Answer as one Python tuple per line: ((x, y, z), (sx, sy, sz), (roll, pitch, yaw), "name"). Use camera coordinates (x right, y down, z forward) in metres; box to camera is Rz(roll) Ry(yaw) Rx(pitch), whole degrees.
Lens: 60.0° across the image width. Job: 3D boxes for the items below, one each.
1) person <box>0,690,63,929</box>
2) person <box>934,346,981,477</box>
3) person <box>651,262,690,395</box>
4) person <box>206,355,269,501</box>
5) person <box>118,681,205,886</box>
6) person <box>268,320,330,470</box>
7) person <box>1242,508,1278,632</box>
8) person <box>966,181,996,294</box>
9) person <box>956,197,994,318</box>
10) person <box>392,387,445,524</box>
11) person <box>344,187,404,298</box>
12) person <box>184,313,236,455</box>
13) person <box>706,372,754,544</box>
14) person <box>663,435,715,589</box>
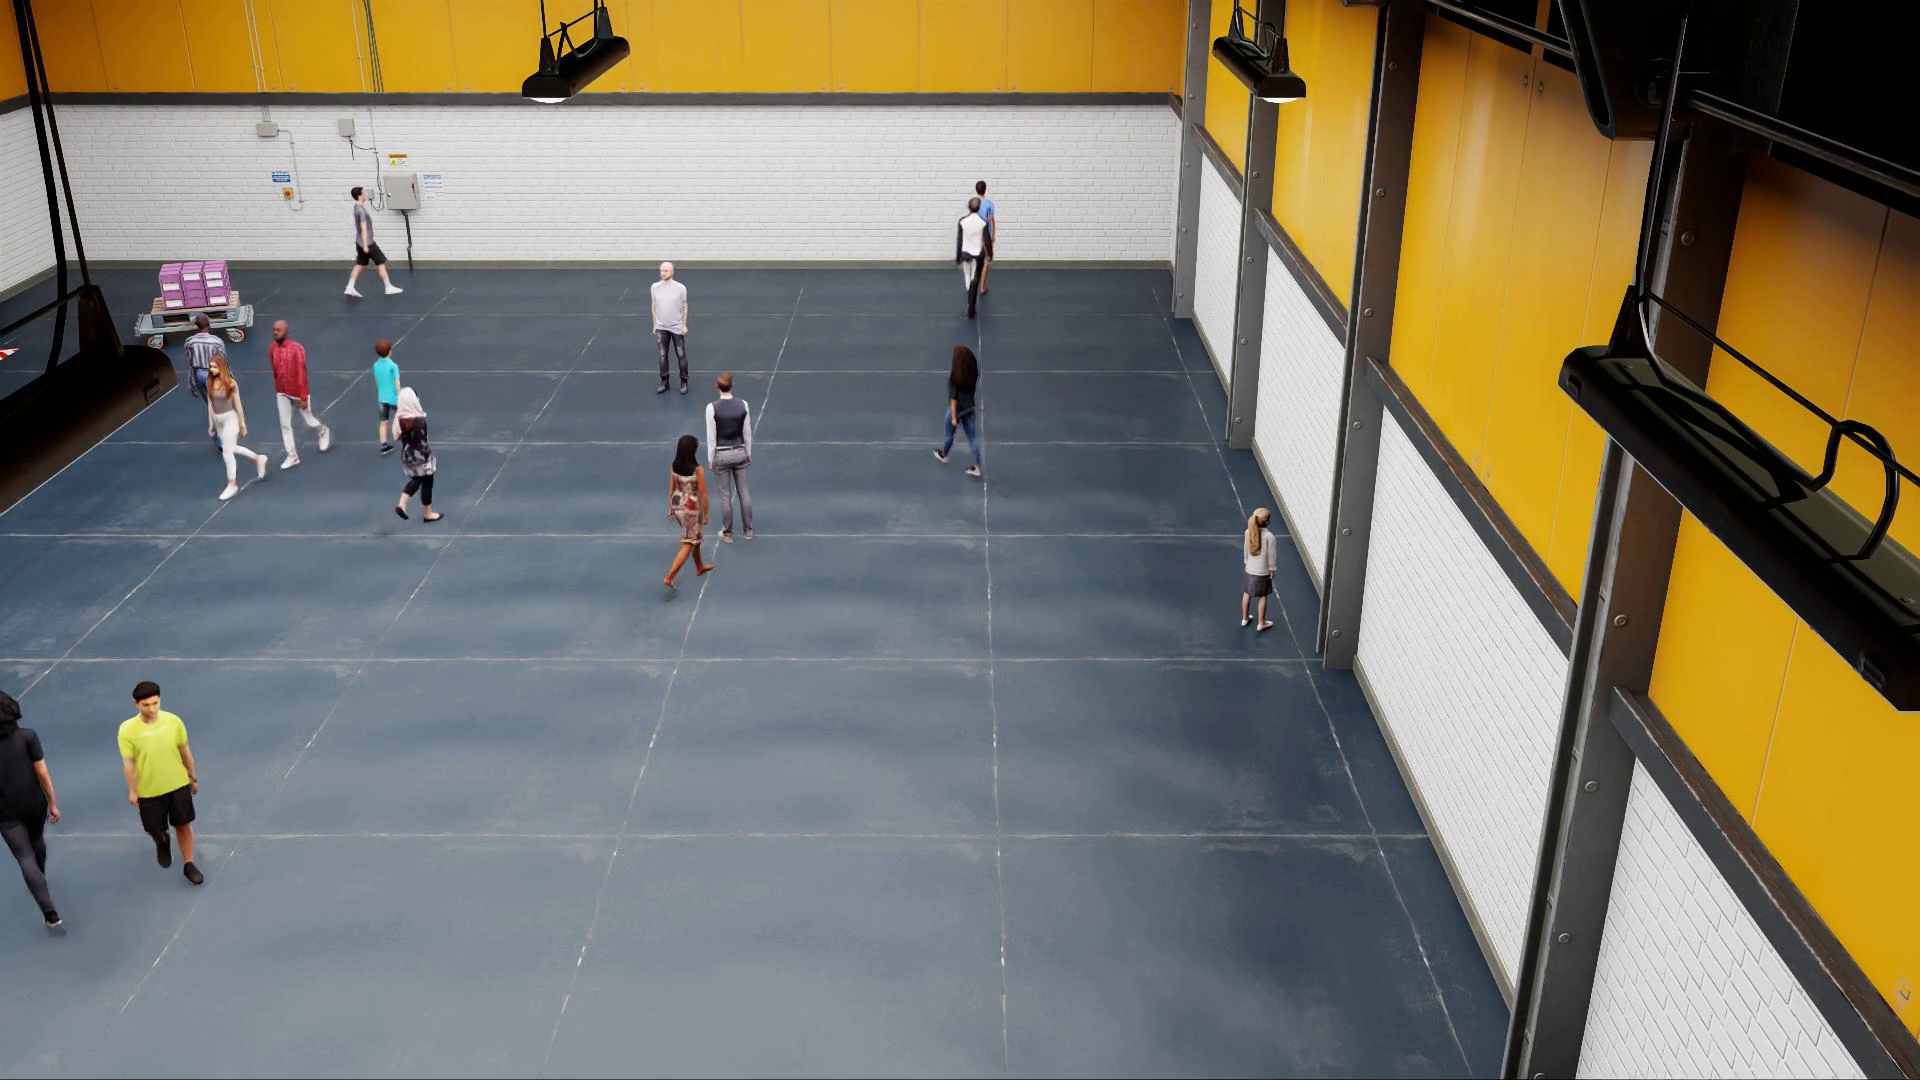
((-6.718, 1.955, 11.901), (1.110, 1.789, 1.236), (-18, 29, -35), "person")
((0.077, -1.528, 20.138), (1.029, 1.573, 1.162), (-17, 29, -34), "person")
((-4.014, -2.958, 23.085), (0.682, 1.832, 0.626), (3, 24, 7), "person")
((-8.589, -1.384, 19.657), (0.864, 1.694, 1.145), (10, 25, 21), "person")
((-5.985, 1.780, 12.417), (0.831, 1.696, 0.902), (-16, 28, -32), "person")
((-8.208, -1.849, 20.592), (0.798, 1.797, 1.198), (5, 24, 10), "person")
((2.944, 0.270, 16.395), (0.601, 1.276, 0.654), (18, 29, 35), "person")
((0.345, -5.056, 27.897), (0.751, 1.822, 1.163), (3, 24, 7), "person")
((0.189, -4.481, 26.551), (0.896, 1.848, 1.206), (5, 24, 12), "person")
((-6.173, -0.915, 18.674), (0.869, 1.623, 0.935), (20, 31, 38), "person")
((-9.935, -4.899, 27.513), (1.094, 1.842, 1.206), (-12, 26, -25), "person")
((-9.369, -1.919, 20.780), (0.742, 1.775, 0.780), (-5, 24, -11), "person")
((-2.529, -0.924, 18.299), (0.732, 1.938, 0.698), (-9, 25, -20), "person")
((-2.864, -0.257, 17.182), (0.975, 1.612, 1.141), (13, 27, 27), "person")
